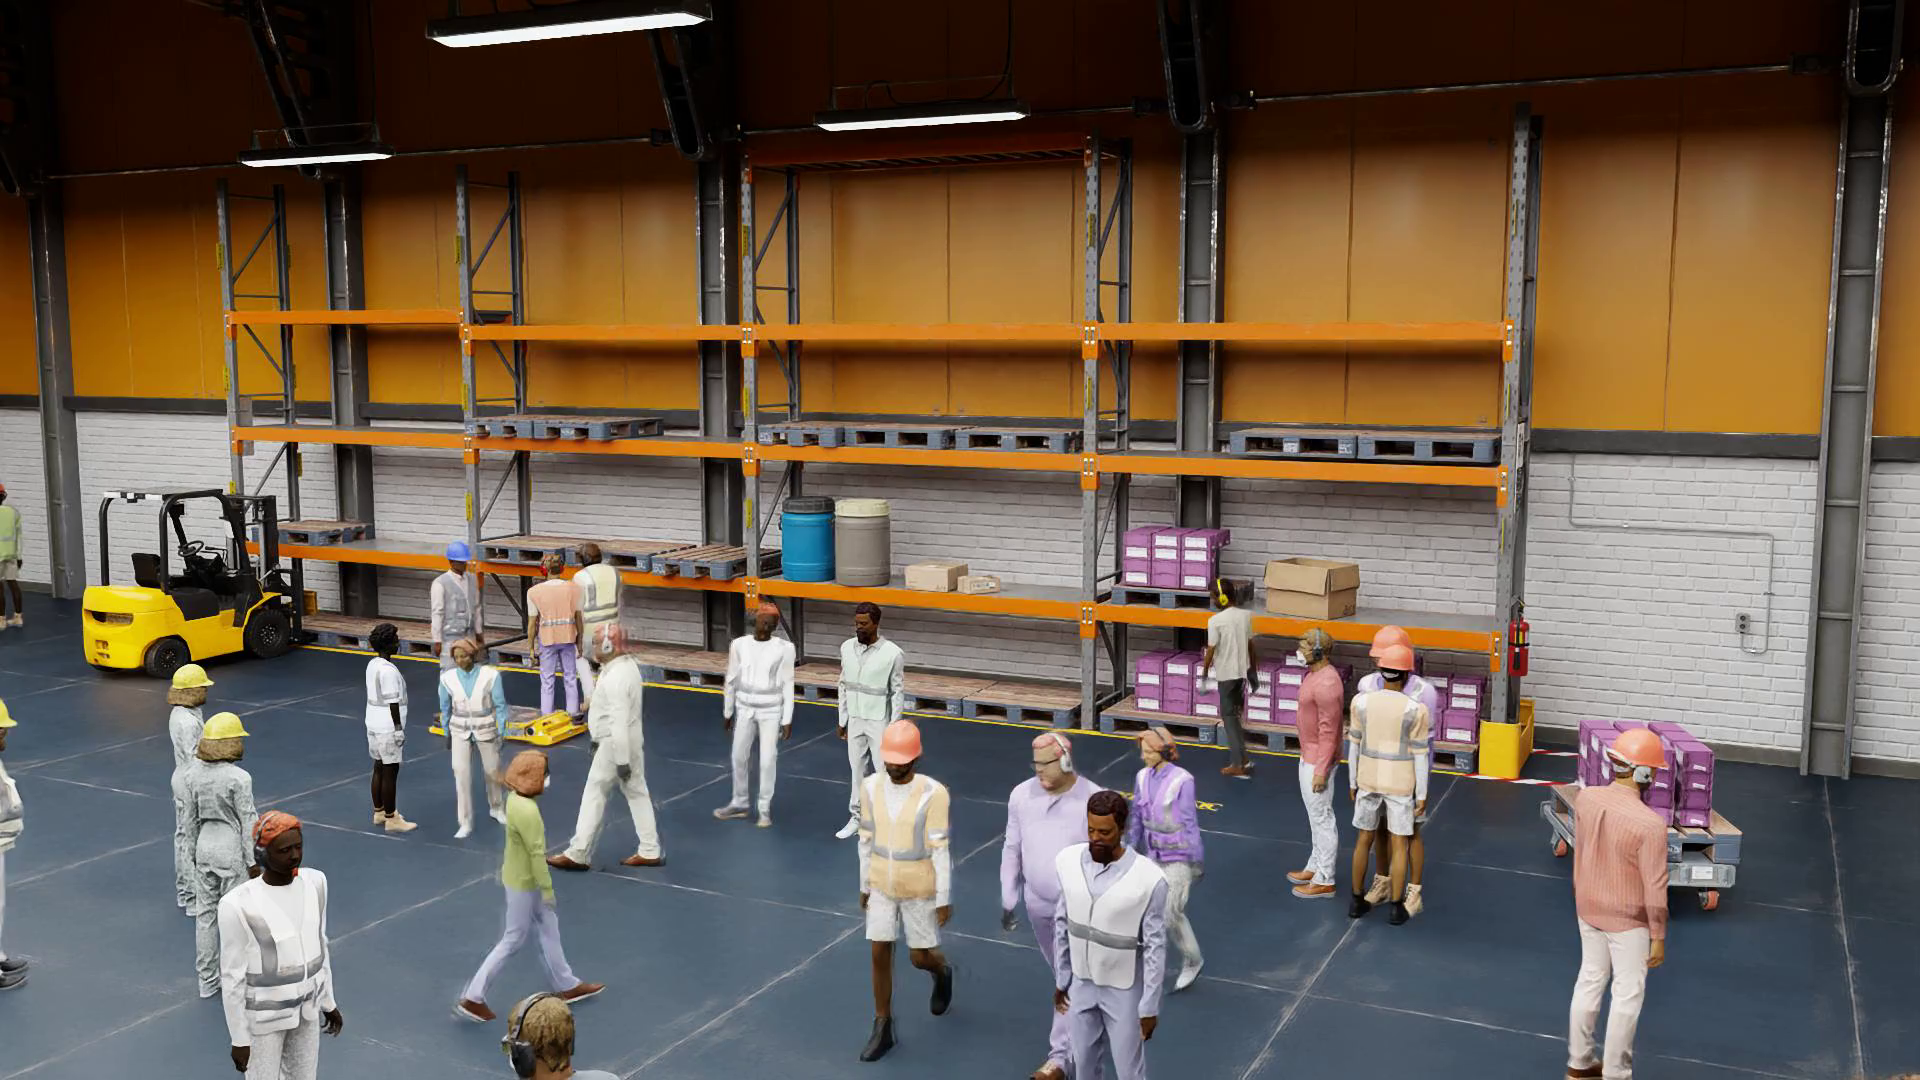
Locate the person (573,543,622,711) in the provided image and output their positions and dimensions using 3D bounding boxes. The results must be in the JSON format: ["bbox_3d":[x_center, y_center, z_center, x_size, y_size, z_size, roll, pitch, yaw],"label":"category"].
[{"bbox_3d":[-3.885,0.938,17.719,0.488,1.815,0.669,5,9,38],"label":"person"}]

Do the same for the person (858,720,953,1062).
[{"bbox_3d":[-0.283,1.909,9.349,0.587,1.908,0.714,3,8,24],"label":"person"}]

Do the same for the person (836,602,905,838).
[{"bbox_3d":[-0.710,1.435,13.205,0.590,1.919,0.392,4,8,30],"label":"person"}]

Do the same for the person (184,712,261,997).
[{"bbox_3d":[-4.434,1.904,10.058,0.492,1.739,0.320,2,7,18],"label":"person"}]

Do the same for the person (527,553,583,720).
[{"bbox_3d":[-4.053,1.054,16.700,0.559,1.836,0.394,-4,8,-28],"label":"person"}]

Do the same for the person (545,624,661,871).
[{"bbox_3d":[-2.690,1.551,12.445,0.929,1.866,0.645,0,7,3],"label":"person"}]

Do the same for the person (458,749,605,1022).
[{"bbox_3d":[-2.553,2.012,9.766,0.814,1.601,0.509,-2,7,-20],"label":"person"}]

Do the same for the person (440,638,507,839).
[{"bbox_3d":[-3.911,1.564,13.449,0.531,1.605,0.599,-1,7,-6],"label":"person"}]

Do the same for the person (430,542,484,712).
[{"bbox_3d":[-5.117,0.970,16.972,0.432,1.938,0.635,3,8,27],"label":"person"}]

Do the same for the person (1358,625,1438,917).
[{"bbox_3d":[2.978,1.591,11.484,0.433,2.034,0.602,-7,10,-44],"label":"person"}]

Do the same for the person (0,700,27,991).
[{"bbox_3d":[-5.950,1.851,10.180,0.403,1.818,0.605,-4,8,-29],"label":"person"}]

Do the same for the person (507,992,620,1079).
[{"bbox_3d":[-1.292,2.389,5.308,0.385,1.928,0.636,3,8,27],"label":"person"}]

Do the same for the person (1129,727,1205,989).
[{"bbox_3d":[1.273,1.945,10.168,0.505,1.625,0.569,-4,8,-30],"label":"person"}]

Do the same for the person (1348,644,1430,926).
[{"bbox_3d":[2.928,1.657,11.356,0.555,1.922,0.390,4,8,31],"label":"person"}]

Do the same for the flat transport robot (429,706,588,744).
[{"bbox_3d":[-4.525,1.831,16.676,1.431,0.197,0.652,2,7,19],"label":"flat transport robot"}]

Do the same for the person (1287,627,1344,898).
[{"bbox_3d":[2.556,1.582,11.903,0.356,1.938,0.638,1,7,6],"label":"person"}]

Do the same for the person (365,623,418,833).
[{"bbox_3d":[-4.628,1.514,13.459,0.318,1.697,0.535,-5,9,-37],"label":"person"}]

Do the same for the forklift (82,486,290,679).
[{"bbox_3d":[-9.426,0.454,20.179,1.214,2.155,2.313,3,8,26],"label":"forklift"}]

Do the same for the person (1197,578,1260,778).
[{"bbox_3d":[2.420,1.248,15.081,0.551,1.834,0.460,-5,9,-36],"label":"person"}]

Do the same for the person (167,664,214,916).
[{"bbox_3d":[-5.308,1.722,11.552,0.295,1.744,0.491,-5,8,-34],"label":"person"}]

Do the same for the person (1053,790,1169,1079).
[{"bbox_3d":[0.709,2.092,7.829,0.588,1.911,0.393,5,9,37],"label":"person"}]

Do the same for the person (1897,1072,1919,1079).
[{"bbox_3d":[2.785,2.480,4.943,0.422,1.825,0.551,1,7,9],"label":"person"}]

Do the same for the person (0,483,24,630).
[{"bbox_3d":[-13.171,0.212,22.806,0.395,2.039,0.614,3,7,23],"label":"person"}]

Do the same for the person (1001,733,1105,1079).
[{"bbox_3d":[0.534,1.970,9.066,0.660,1.850,0.989,4,8,29],"label":"person"}]

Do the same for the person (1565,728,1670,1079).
[{"bbox_3d":[3.449,1.952,8.675,0.410,1.980,0.630,-3,7,-21],"label":"person"}]

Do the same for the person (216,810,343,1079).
[{"bbox_3d":[-3.041,2.145,7.480,0.353,1.883,0.573,3,8,26],"label":"person"}]

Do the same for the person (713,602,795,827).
[{"bbox_3d":[-1.674,1.426,13.597,0.707,1.858,0.341,2,7,17],"label":"person"}]
